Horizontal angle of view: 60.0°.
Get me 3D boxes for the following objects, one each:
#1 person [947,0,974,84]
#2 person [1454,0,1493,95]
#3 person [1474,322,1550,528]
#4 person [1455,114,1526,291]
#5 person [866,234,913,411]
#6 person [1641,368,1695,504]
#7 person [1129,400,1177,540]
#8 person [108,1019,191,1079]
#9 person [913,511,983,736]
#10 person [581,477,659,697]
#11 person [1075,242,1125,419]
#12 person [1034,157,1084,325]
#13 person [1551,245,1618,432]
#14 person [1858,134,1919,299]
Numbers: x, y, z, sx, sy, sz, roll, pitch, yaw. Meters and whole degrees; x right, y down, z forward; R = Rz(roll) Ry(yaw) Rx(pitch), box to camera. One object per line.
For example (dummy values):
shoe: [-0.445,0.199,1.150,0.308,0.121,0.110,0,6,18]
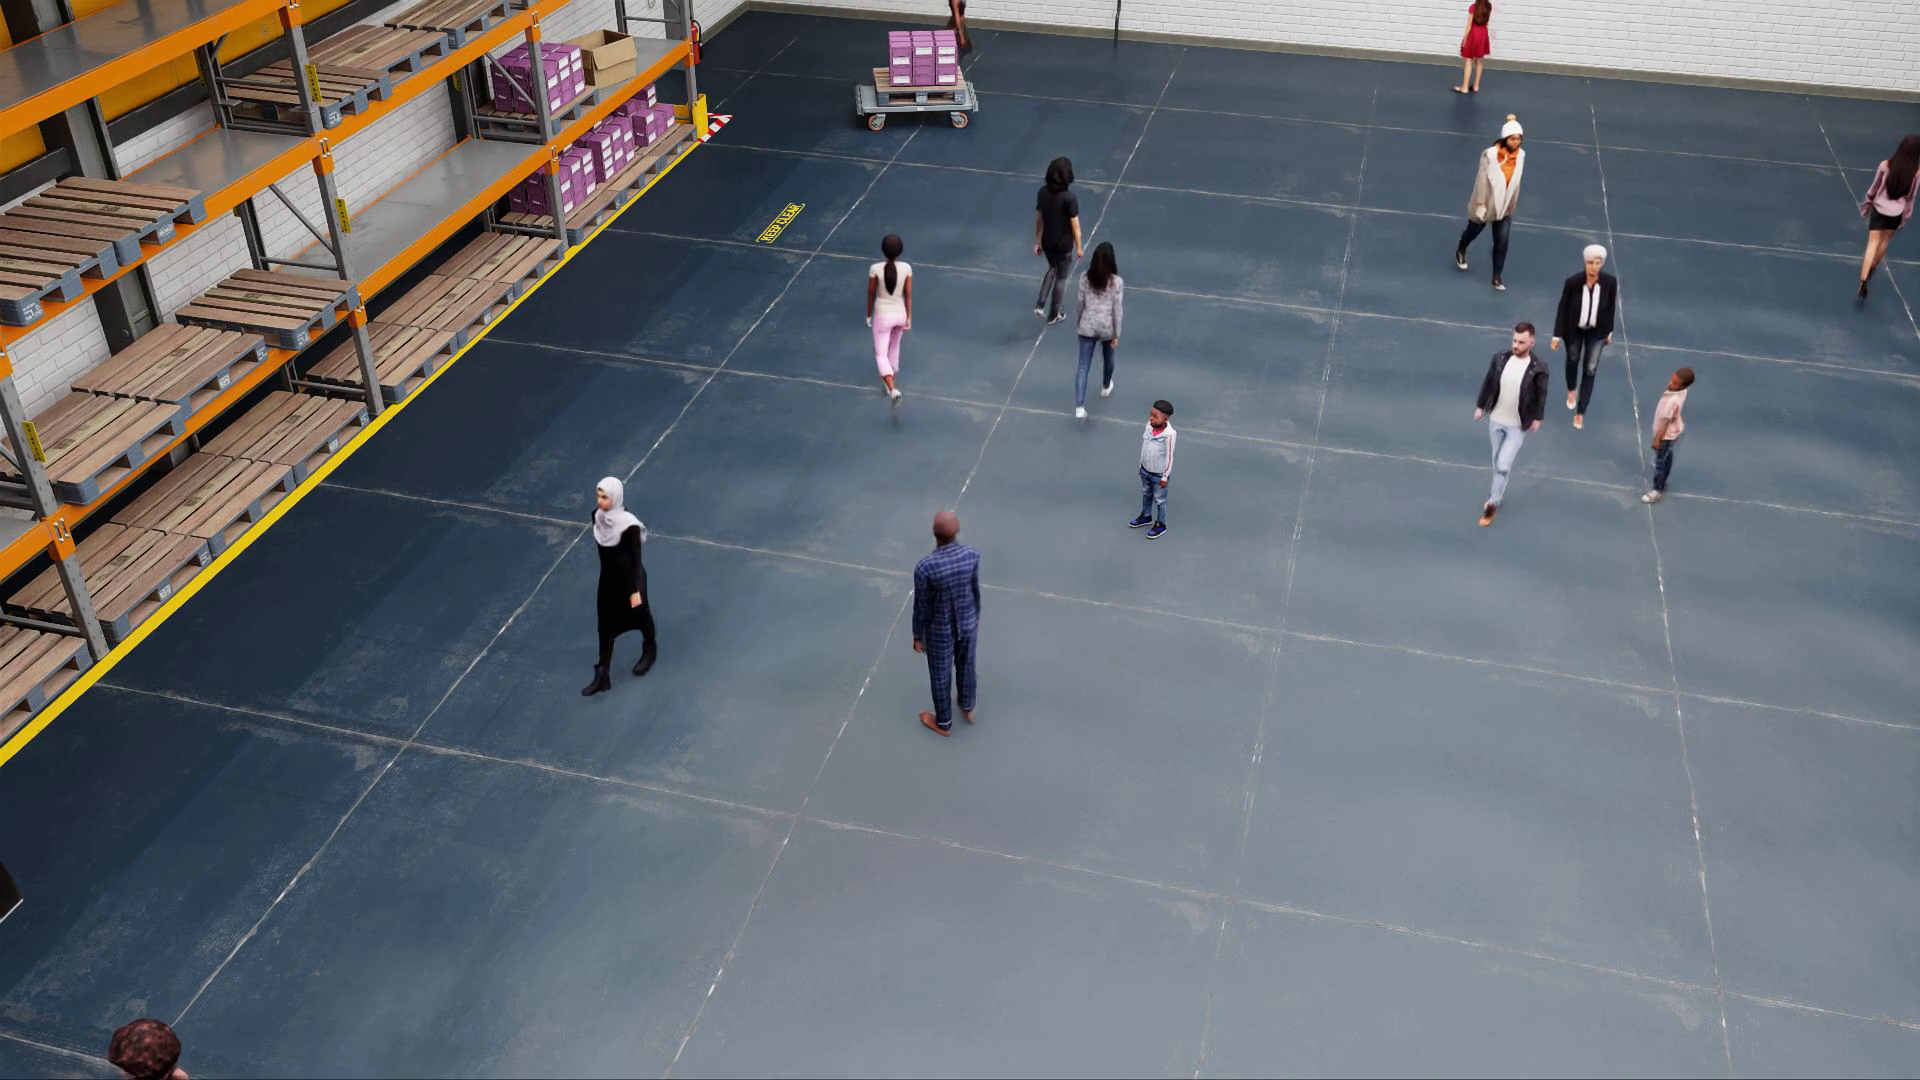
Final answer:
person: [-0.115,-7.220,23.638,0.682,1.678,0.641,3,34,4]
person: [7.342,-7.147,23.642,0.672,1.552,0.732,-11,35,-16]
person: [4.746,-1.061,14.244,0.911,1.818,1.023,26,42,34]
person: [5.808,-3.747,18.258,0.973,1.850,1.289,-4,34,-6]
person: [-0.657,-2.048,15.822,0.941,1.717,1.132,-9,35,-13]
person: [6.226,-0.965,14.571,0.539,1.298,0.772,-29,43,-36]
person: [1.670,-0.629,14.099,0.621,1.261,0.569,-23,40,-30]
person: [-3.820,2.979,8.194,0.607,1.788,0.602,15,36,21]
person: [-0.052,0.593,11.756,0.831,1.819,0.873,-19,38,-26]
person: [-2.428,0.268,12.301,0.773,1.756,1.027,17,37,24]
person: [1.263,-1.943,15.686,0.608,1.692,1.131,8,35,12]
person: [0.957,-3.061,17.254,0.772,1.818,0.807,25,41,33]
person: [5.816,-1.931,15.370,0.834,1.739,1.116,13,36,18]
person: [9.930,-3.432,17.851,0.804,1.775,1.139,17,37,24]
